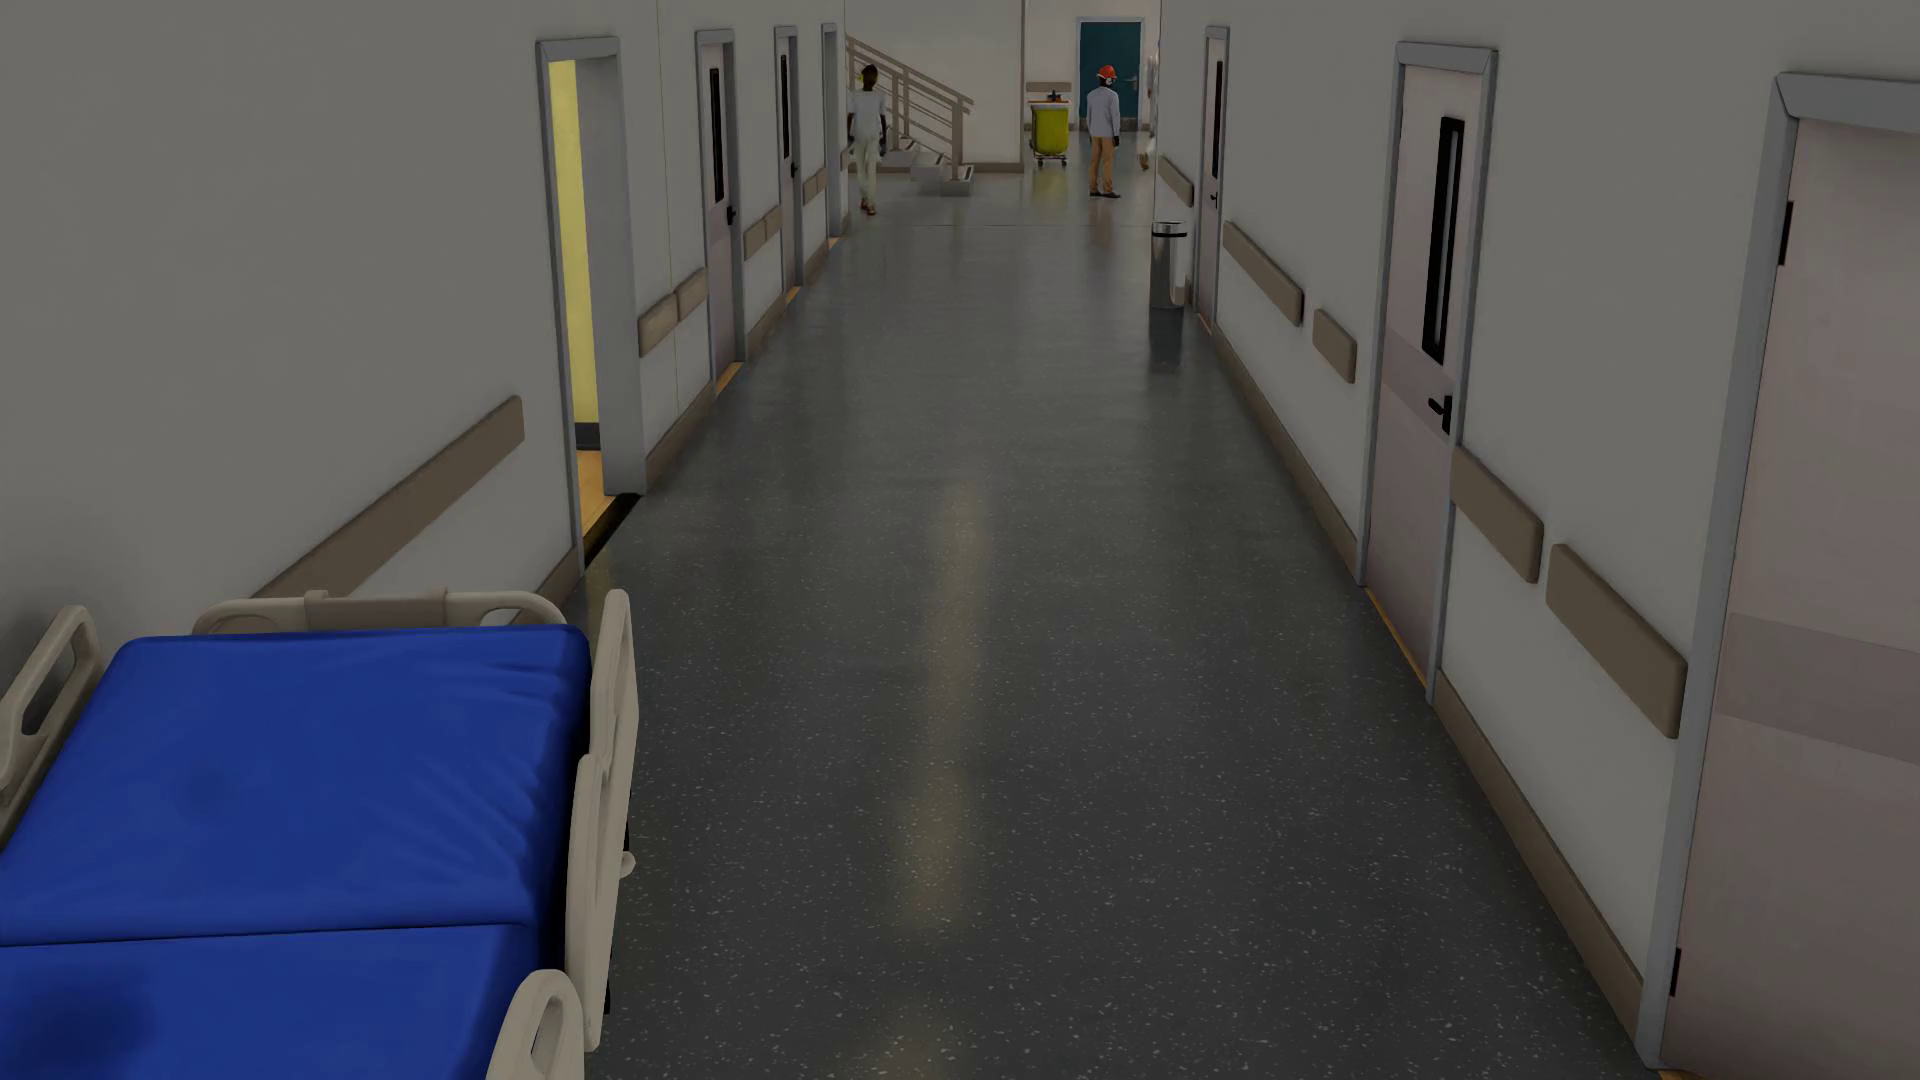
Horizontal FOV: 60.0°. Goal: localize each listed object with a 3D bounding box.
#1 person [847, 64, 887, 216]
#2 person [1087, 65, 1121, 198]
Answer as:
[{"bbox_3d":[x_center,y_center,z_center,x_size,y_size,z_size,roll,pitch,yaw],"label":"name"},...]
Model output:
[{"bbox_3d":[-1.167,-5.018,20.860,0.513,1.838,0.892,1,18,2],"label":"person"},{"bbox_3d":[1.957,-5.506,22.463,0.330,1.751,0.565,-15,23,-40],"label":"person"}]
